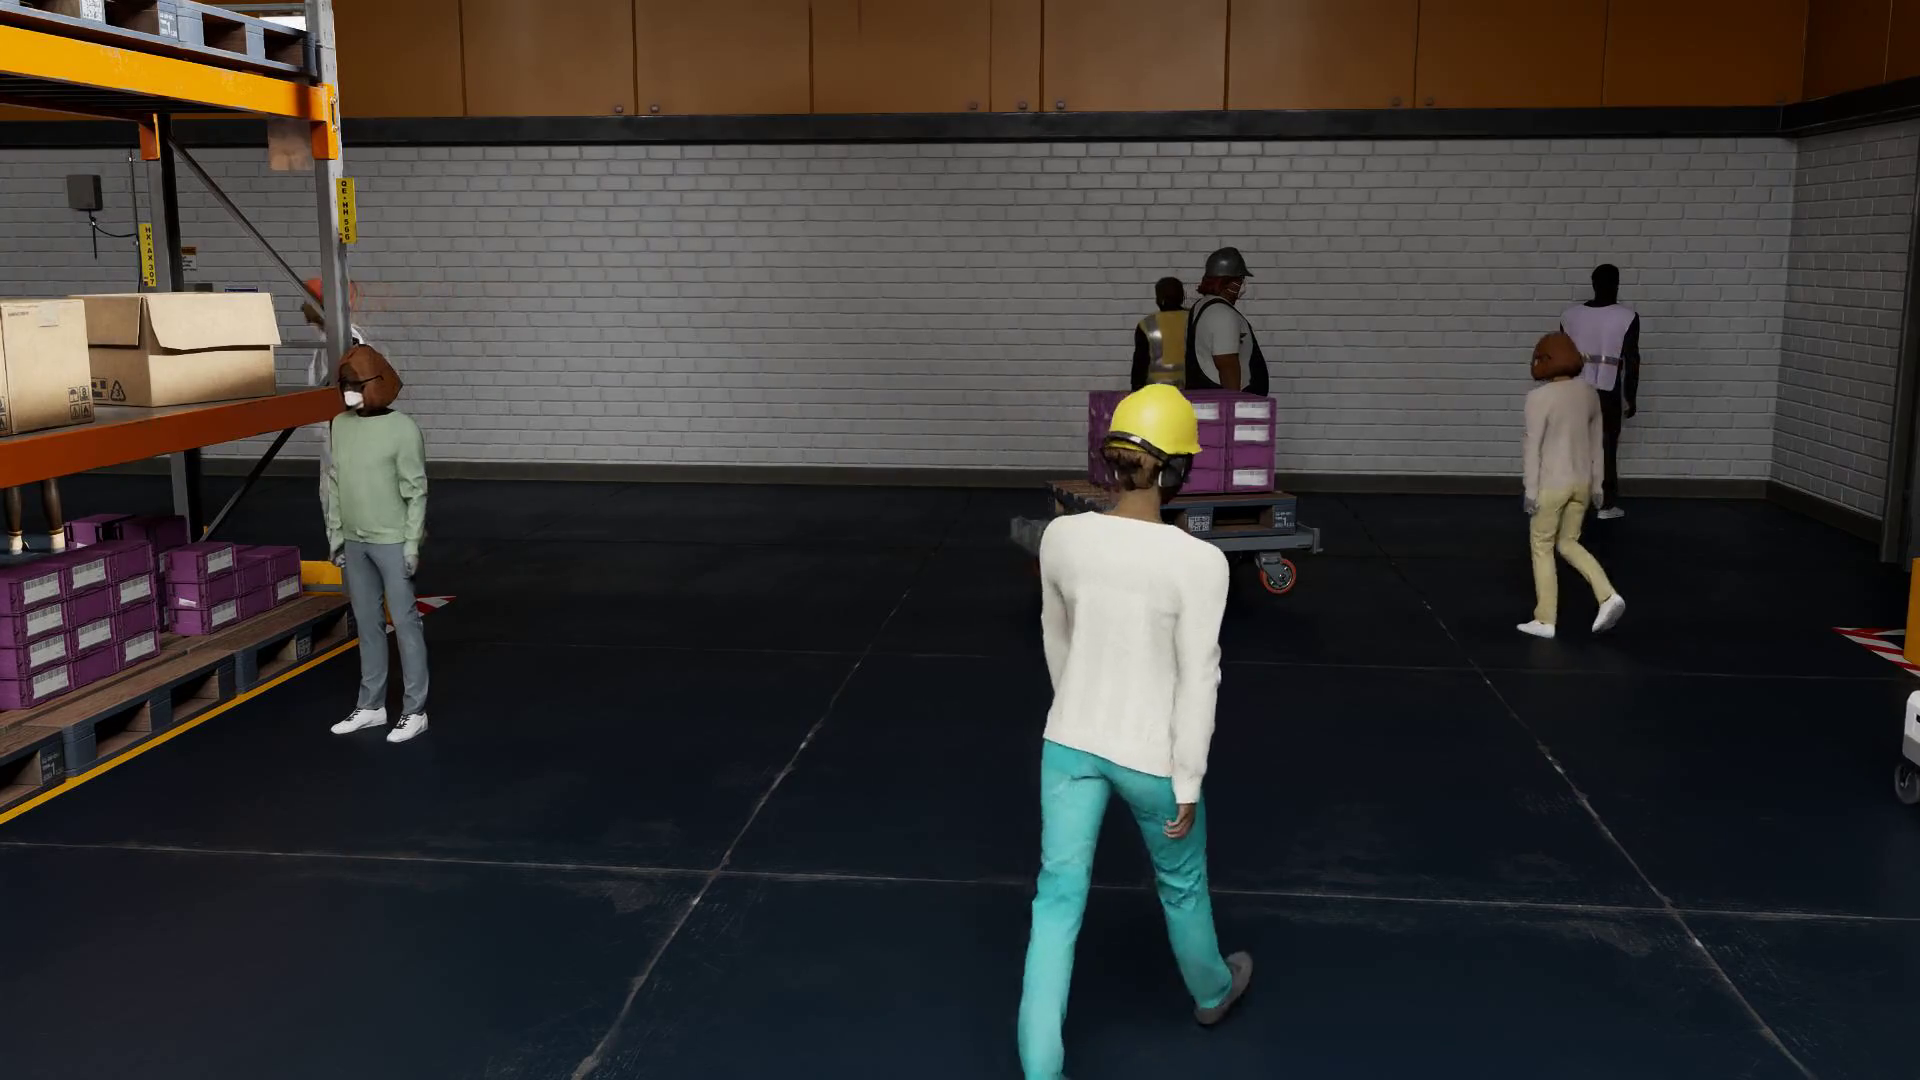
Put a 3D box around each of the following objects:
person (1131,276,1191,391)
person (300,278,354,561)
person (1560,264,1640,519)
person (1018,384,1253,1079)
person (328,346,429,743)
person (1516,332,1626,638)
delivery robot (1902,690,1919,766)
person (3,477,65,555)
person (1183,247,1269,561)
[{"bbox_3d":[1.623,-1.098,12.716,0.656,1.824,0.712,-1,10,-7],"label":"person"},{"bbox_3d":[-3.683,-0.651,10.065,0.594,1.868,0.573,-4,11,-19],"label":"person"},{"bbox_3d":[4.805,-1.117,12.565,0.596,1.915,0.370,8,13,38],"label":"person"},{"bbox_3d":[0.418,0.483,4.009,0.529,1.707,0.951,6,12,31],"label":"person"},{"bbox_3d":[-2.411,0.018,6.874,0.498,1.633,0.280,5,11,27],"label":"person"},{"bbox_3d":[3.154,-0.262,8.567,0.505,1.607,0.547,-5,11,-25],"label":"person"},{"bbox_3d":[3.572,0.706,5.752,0.477,0.478,0.707,1,10,8],"label":"delivery robot"},{"bbox_3d":[-6.214,-0.746,11.064,0.530,1.697,0.321,-2,10,-9],"label":"person"},{"bbox_3d":[1.754,-0.896,10.944,0.537,2.000,0.678,-2,10,-11],"label":"person"}]
